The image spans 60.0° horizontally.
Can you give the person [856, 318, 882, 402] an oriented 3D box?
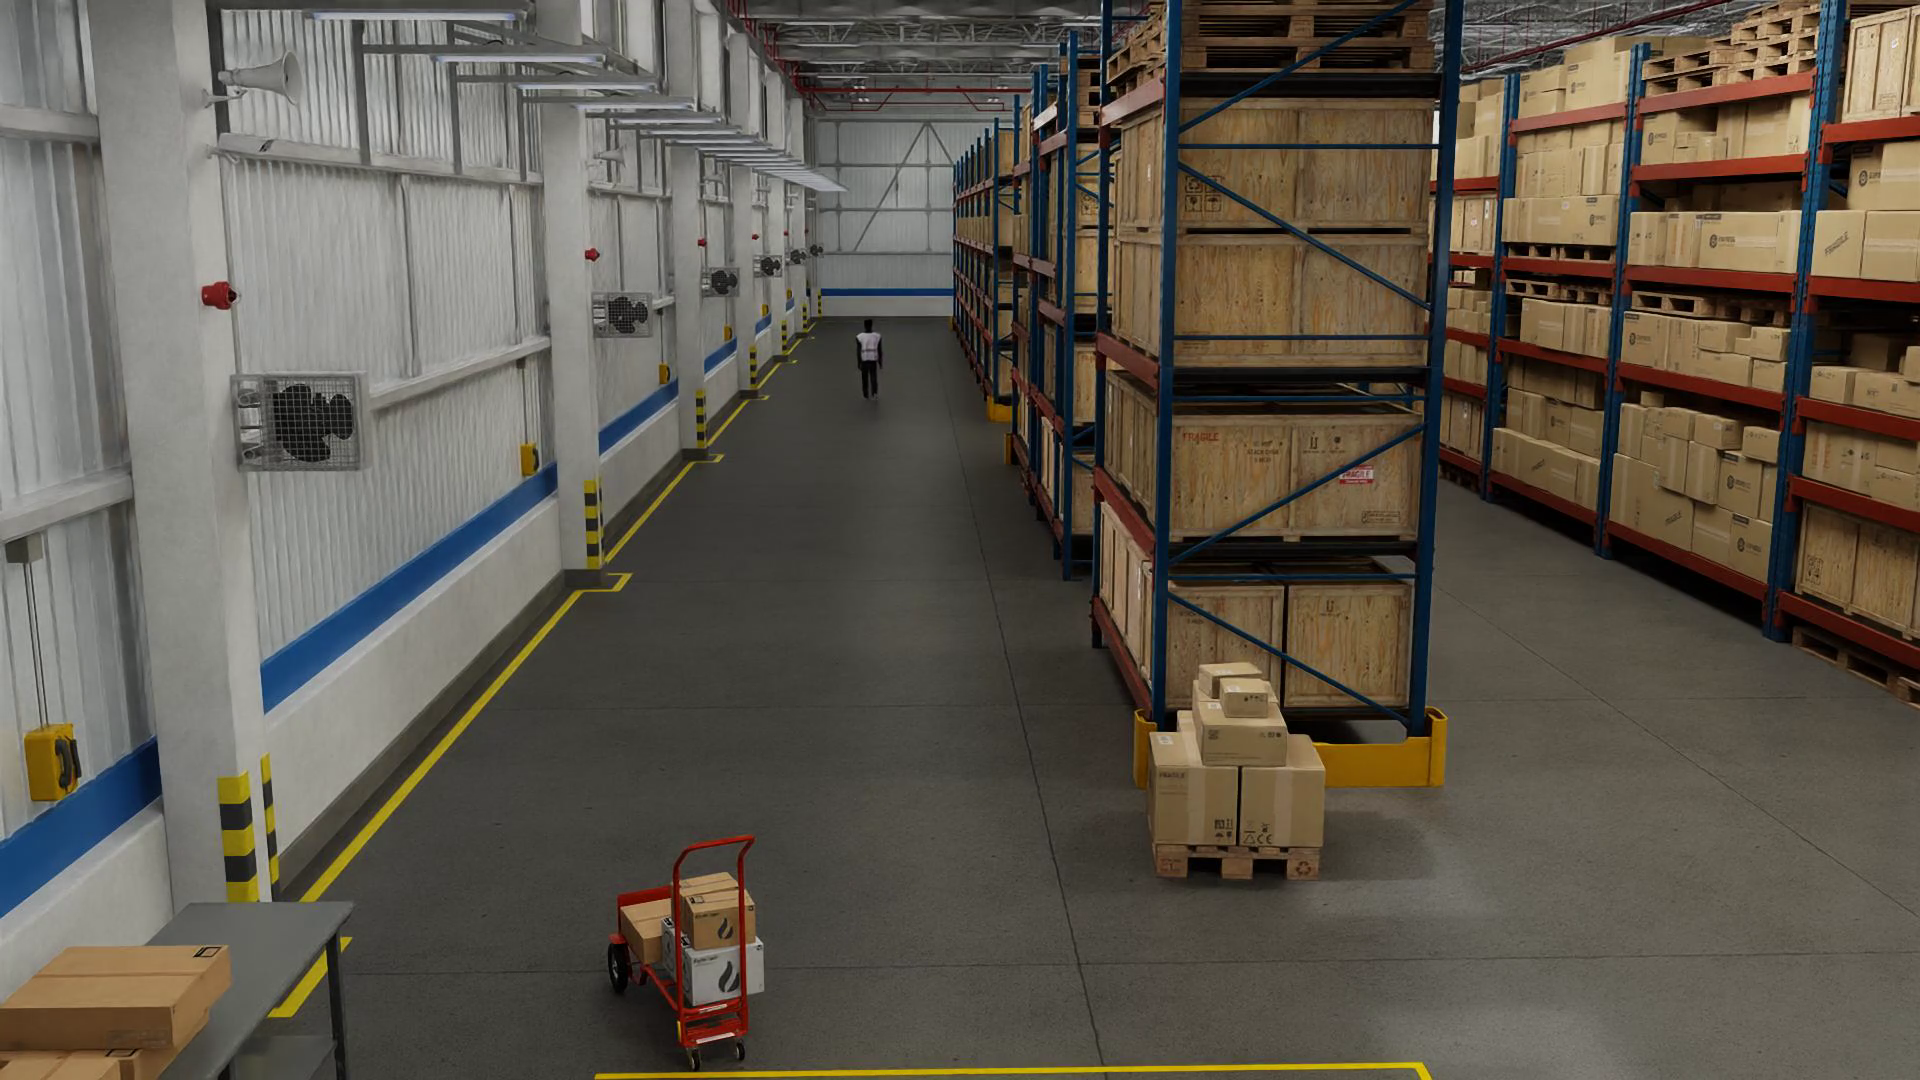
[{"bbox_3d":[-2.044,-4.067,37.623,0.597,1.889,0.946,-2,11,-12],"label":"person"}]
